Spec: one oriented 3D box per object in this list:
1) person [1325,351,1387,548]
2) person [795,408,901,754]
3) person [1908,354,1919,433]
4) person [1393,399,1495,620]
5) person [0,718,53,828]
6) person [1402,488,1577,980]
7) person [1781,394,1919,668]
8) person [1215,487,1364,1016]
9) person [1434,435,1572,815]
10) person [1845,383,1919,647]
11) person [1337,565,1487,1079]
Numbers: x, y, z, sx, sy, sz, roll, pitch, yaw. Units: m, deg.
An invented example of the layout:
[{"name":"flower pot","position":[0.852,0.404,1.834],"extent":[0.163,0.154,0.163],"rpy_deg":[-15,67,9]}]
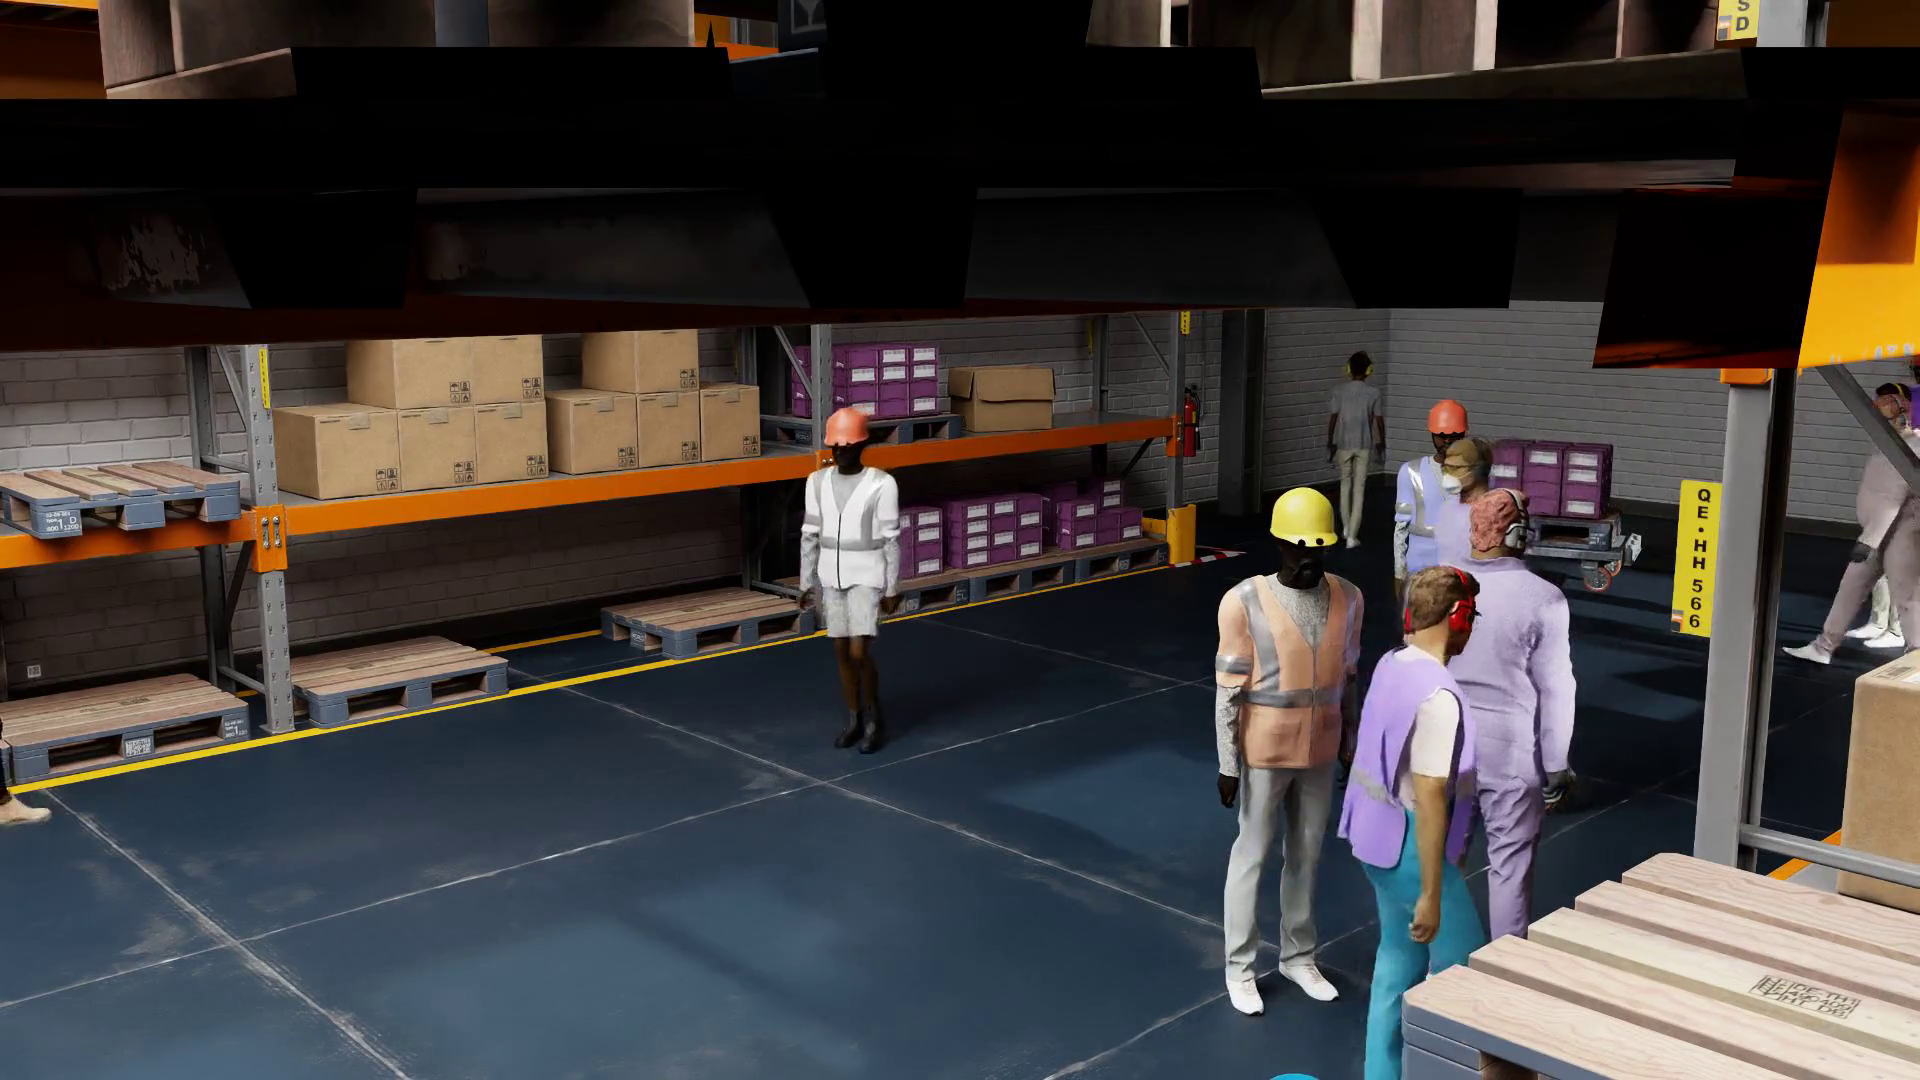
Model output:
[{"name":"person","position":[3.800,-0.874,15.859],"extent":[0.524,1.838,0.857],"rpy_deg":[4,11,24]},{"name":"person","position":[-0.619,0.229,9.173],"extent":[0.553,1.919,0.510],"rpy_deg":[4,11,24]},{"name":"person","position":[8.623,-0.724,14.846],"extent":[0.767,1.894,0.566],"rpy_deg":[7,12,36]},{"name":"person","position":[2.745,0.165,9.475],"extent":[0.546,1.938,0.360],"rpy_deg":[2,10,10]},{"name":"person","position":[-4.693,0.613,7.666],"extent":[0.562,1.659,0.763],"rpy_deg":[9,13,43]},{"name":"person","position":[1.954,0.755,6.133],"extent":[0.636,1.902,0.406],"rpy_deg":[9,13,42]},{"name":"person","position":[5.877,-0.010,10.756],"extent":[0.931,1.857,0.631],"rpy_deg":[2,10,13]},{"name":"person","position":[1.206,0.759,6.028],"extent":[0.593,1.924,0.384],"rpy_deg":[-4,10,-20]},{"name":"person","position":[2.528,0.437,8.021],"extent":[0.978,1.904,0.639],"rpy_deg":[-4,10,-20]},{"name":"person","position":[6.523,-0.177,11.714],"extent":[0.317,1.860,0.509],"rpy_deg":[0,10,2]},{"name":"person","position":[1.414,0.980,5.083],"extent":[0.483,1.813,0.599],"rpy_deg":[0,10,-2]}]
